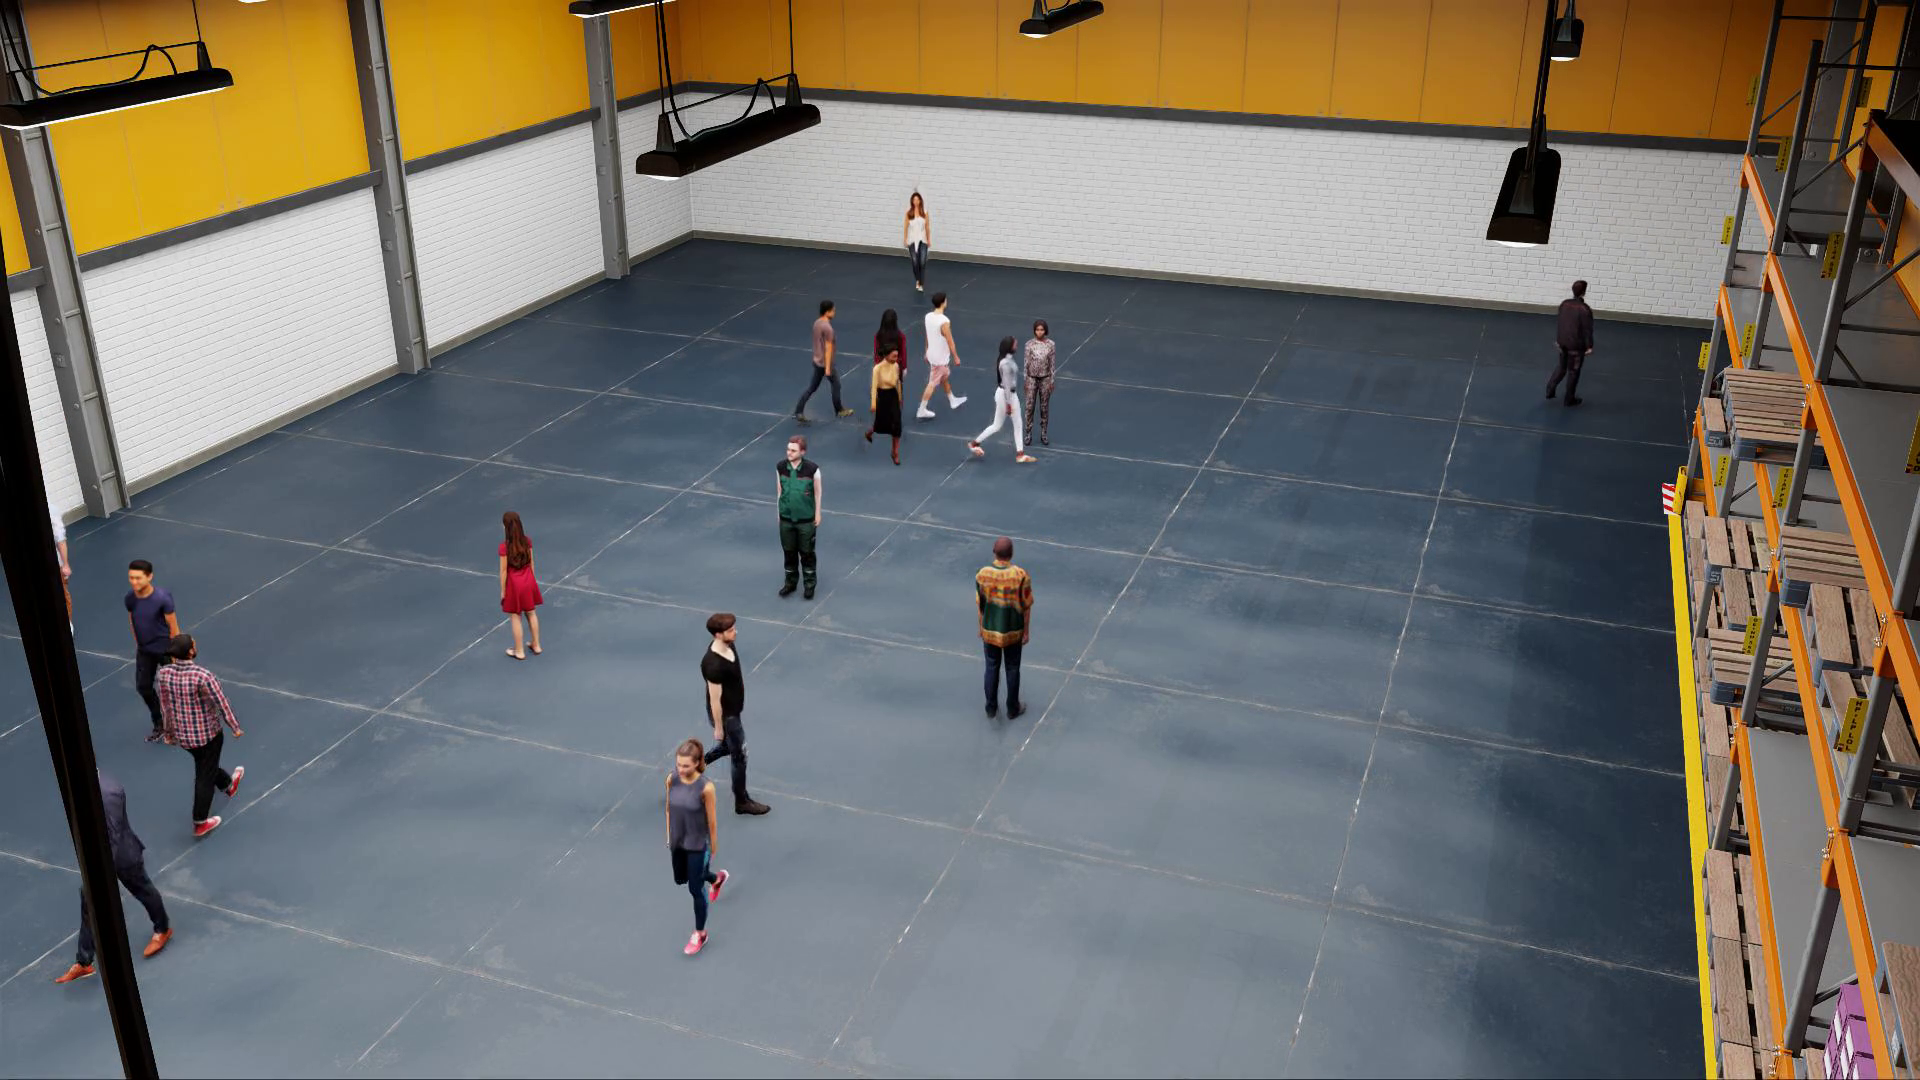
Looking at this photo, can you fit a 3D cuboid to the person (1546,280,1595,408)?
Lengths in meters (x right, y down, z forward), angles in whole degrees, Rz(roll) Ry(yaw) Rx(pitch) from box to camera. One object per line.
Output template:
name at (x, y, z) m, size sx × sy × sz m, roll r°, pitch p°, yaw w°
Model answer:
person at (8.644, -2.776, 23.594) m, size 0.942 × 1.834 × 0.886 m, roll -11°, pitch 26°, yaw -24°

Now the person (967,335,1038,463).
person at (0.509, -1.796, 21.538) m, size 0.813 × 1.686 × 1.129 m, roll 5°, pitch 24°, yaw 10°

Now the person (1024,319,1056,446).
person at (1.054, -2.112, 22.227) m, size 0.653 × 1.713 × 0.669 m, roll 0°, pitch 24°, yaw 1°

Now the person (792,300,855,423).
person at (-1.964, -2.417, 22.904) m, size 1.246 × 1.730 × 1.110 m, roll -17°, pitch 29°, yaw -33°

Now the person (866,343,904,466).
person at (-1.003, -1.782, 21.588) m, size 1.012 × 1.621 × 1.004 m, roll -17°, pitch 29°, yaw -33°

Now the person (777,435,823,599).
person at (-1.733, -0.269, 17.851) m, size 0.654 × 1.841 × 0.603 m, roll 5°, pitch 24°, yaw 12°

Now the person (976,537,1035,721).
person at (0.393, 0.815, 15.415) m, size 0.727 × 1.806 × 0.693 m, roll 5°, pitch 24°, yaw 11°

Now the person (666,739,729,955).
person at (-1.944, 2.210, 12.349) m, size 0.626 × 1.705 × 0.936 m, roll 11°, pitch 26°, yaw 24°

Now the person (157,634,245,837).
person at (-6.304, 1.619, 13.670) m, size 0.810 × 1.730 × 1.113 m, roll 5°, pitch 24°, yaw 11°

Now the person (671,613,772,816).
person at (-2.039, 1.445, 13.887) m, size 0.973 × 1.875 × 1.117 m, roll 1°, pitch 24°, yaw 2°

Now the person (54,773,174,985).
person at (-6.103, 2.266, 12.120) m, size 0.749 × 1.786 × 1.120 m, roll 9°, pitch 25°, yaw 20°

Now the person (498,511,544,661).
person at (-4.398, 0.439, 16.593) m, size 0.701 × 1.551 × 0.638 m, roll 19°, pitch 30°, yaw 37°

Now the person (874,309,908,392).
person at (-0.954, -2.315, 22.785) m, size 0.716 × 1.638 × 0.759 m, roll -2°, pitch 24°, yaw -4°

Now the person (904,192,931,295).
person at (-0.749, -5.256, 29.372) m, size 0.836 × 1.751 × 1.108 m, roll 0°, pitch 24°, yaw 0°

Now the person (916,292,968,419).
person at (-0.369, -2.519, 23.125) m, size 1.199 × 1.740 × 1.086 m, roll -13°, pitch 27°, yaw -28°

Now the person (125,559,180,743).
person at (-7.251, 0.945, 15.156) m, size 0.746 × 1.775 × 0.784 m, roll 3°, pitch 24°, yaw 7°
